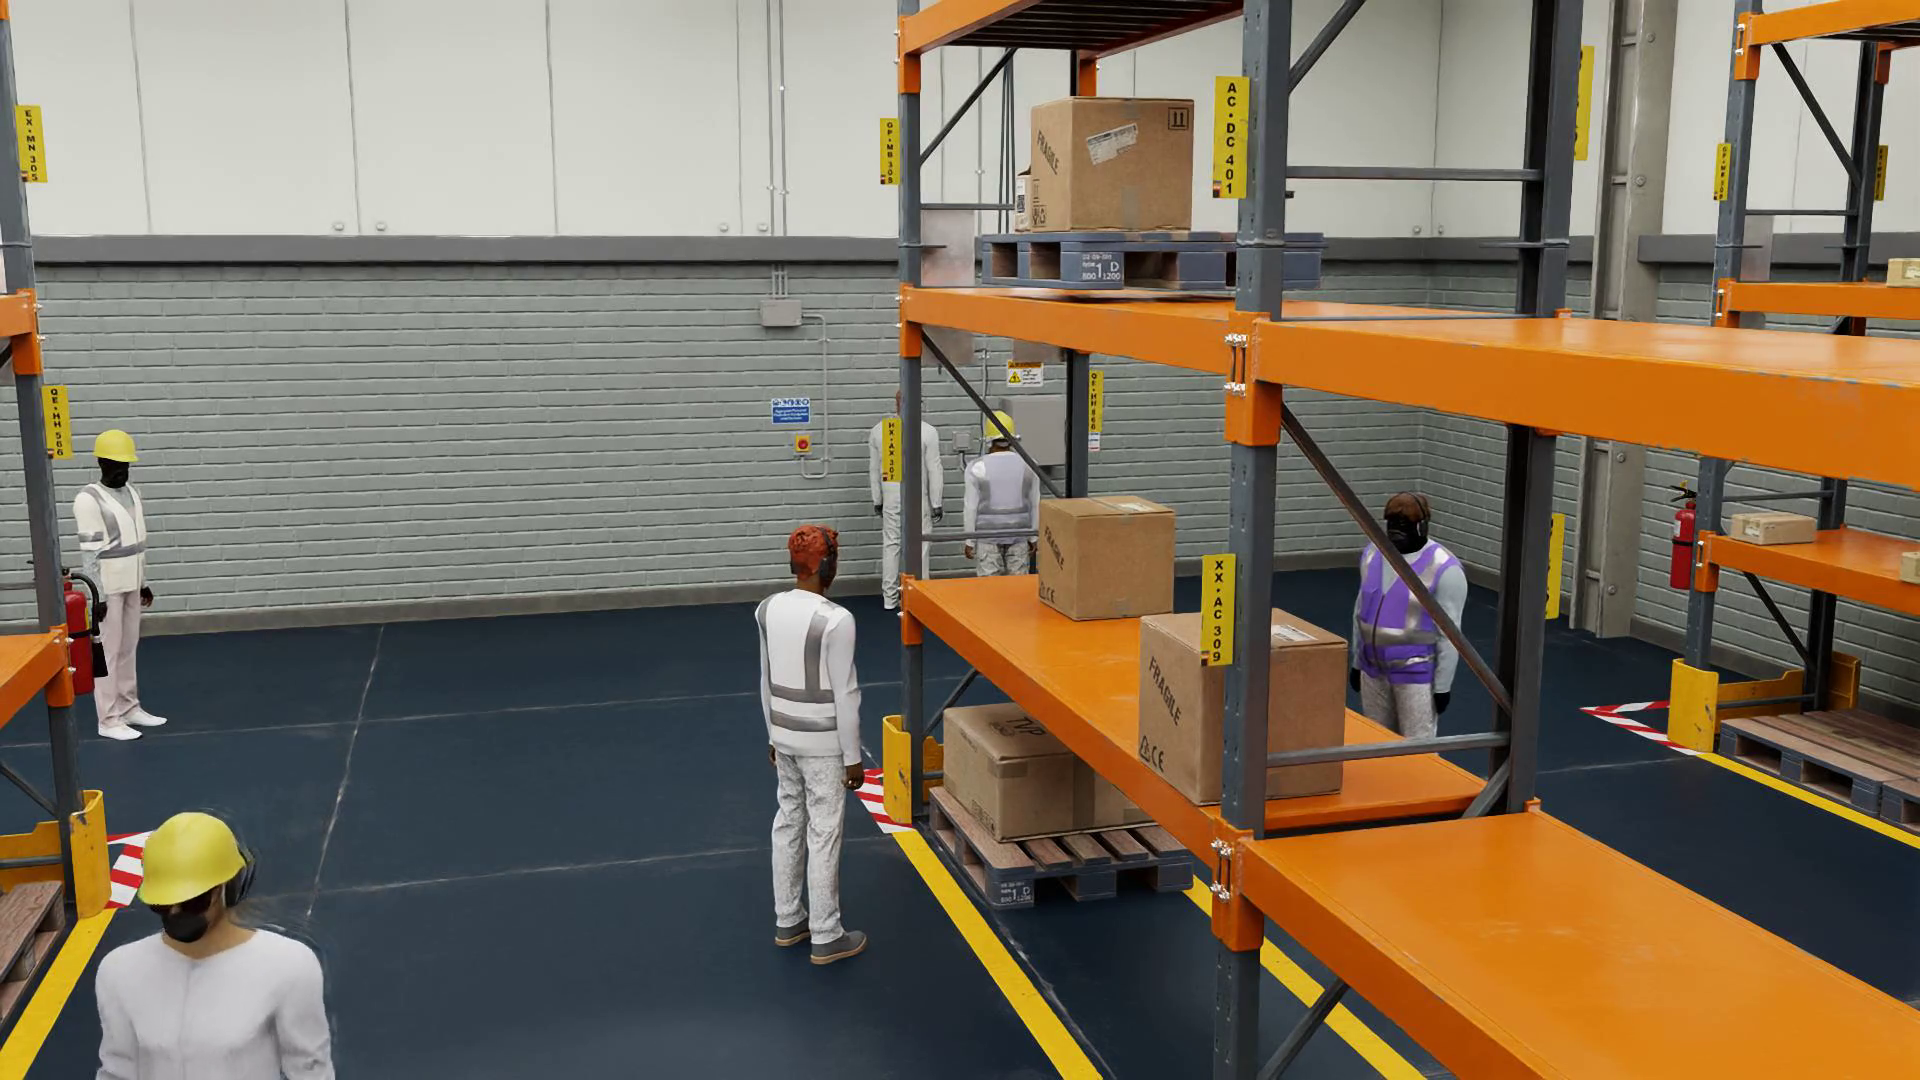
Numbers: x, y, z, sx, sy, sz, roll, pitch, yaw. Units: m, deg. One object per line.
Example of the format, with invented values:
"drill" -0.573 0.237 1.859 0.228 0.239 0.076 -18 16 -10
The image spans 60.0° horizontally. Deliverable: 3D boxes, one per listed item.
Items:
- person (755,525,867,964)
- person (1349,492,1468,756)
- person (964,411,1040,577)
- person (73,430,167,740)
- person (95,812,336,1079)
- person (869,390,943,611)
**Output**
"person" -0.632 0.864 7.116 0.575 1.880 0.358 10 14 43
"person" 2.226 0.664 8.393 0.429 1.837 0.629 -7 12 -34
"person" 0.307 -0.040 12.381 0.589 1.837 0.404 -2 10 -13
"person" -5.233 0.270 10.366 0.383 1.924 0.589 1 10 3
"person" -1.763 1.471 4.017 0.530 1.753 0.505 0 10 -1
"person" -0.426 -0.339 13.890 0.652 1.906 0.403 5 11 24
